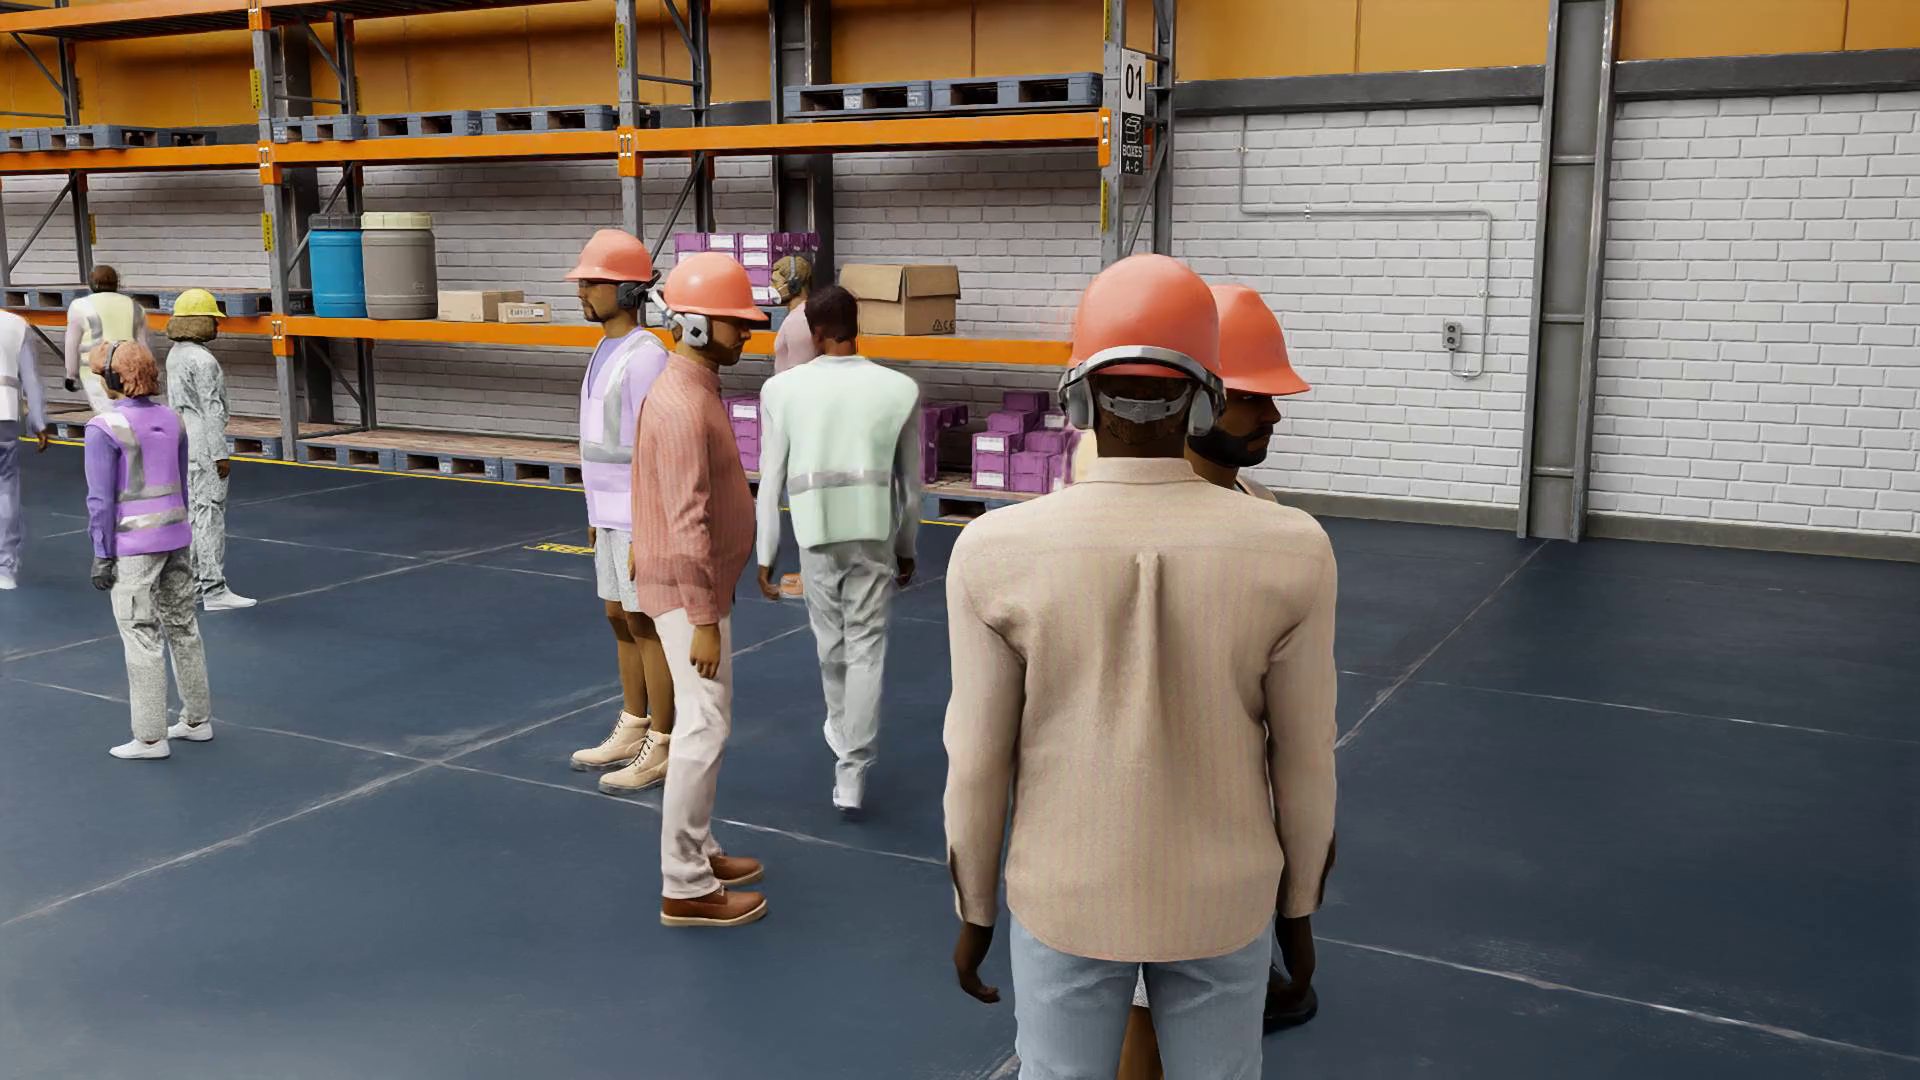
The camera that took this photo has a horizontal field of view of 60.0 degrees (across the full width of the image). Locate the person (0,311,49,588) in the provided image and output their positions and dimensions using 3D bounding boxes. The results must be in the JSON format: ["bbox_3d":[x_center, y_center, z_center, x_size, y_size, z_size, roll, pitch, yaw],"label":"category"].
[{"bbox_3d":[-5.763,-0.685,9.759,0.622,1.881,0.858,-10,14,-44],"label":"person"}]

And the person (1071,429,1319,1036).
[{"bbox_3d":[0.525,0.318,4.268,0.721,1.885,0.596,-4,11,-19],"label":"person"}]

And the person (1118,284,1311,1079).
[{"bbox_3d":[0.452,0.505,3.085,0.354,1.939,0.545,7,13,35],"label":"person"}]

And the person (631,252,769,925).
[{"bbox_3d":[-0.752,0.156,4.898,0.411,1.980,0.625,-2,10,-8],"label":"person"}]

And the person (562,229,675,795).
[{"bbox_3d":[-1.237,-0.099,6.096,0.367,2.048,0.607,-6,12,-29],"label":"person"}]

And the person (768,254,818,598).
[{"bbox_3d":[-0.884,-0.633,9.397,0.370,1.919,0.626,0,10,0],"label":"person"}]

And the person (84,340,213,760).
[{"bbox_3d":[-3.171,0.040,6.484,0.316,1.629,0.509,2,11,11],"label":"person"}]

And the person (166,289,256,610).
[{"bbox_3d":[-4.116,-0.490,9.077,0.493,1.742,0.291,10,14,42],"label":"person"}]

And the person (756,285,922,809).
[{"bbox_3d":[-0.438,0.007,6.082,0.606,1.853,1.001,-1,10,-4],"label":"person"}]

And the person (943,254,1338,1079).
[{"bbox_3d":[0.279,0.561,2.622,0.608,1.995,0.377,0,10,0],"label":"person"}]

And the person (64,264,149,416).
[{"bbox_3d":[-7.022,-1.379,13.790,0.915,1.807,0.621,7,12,33],"label":"person"}]
